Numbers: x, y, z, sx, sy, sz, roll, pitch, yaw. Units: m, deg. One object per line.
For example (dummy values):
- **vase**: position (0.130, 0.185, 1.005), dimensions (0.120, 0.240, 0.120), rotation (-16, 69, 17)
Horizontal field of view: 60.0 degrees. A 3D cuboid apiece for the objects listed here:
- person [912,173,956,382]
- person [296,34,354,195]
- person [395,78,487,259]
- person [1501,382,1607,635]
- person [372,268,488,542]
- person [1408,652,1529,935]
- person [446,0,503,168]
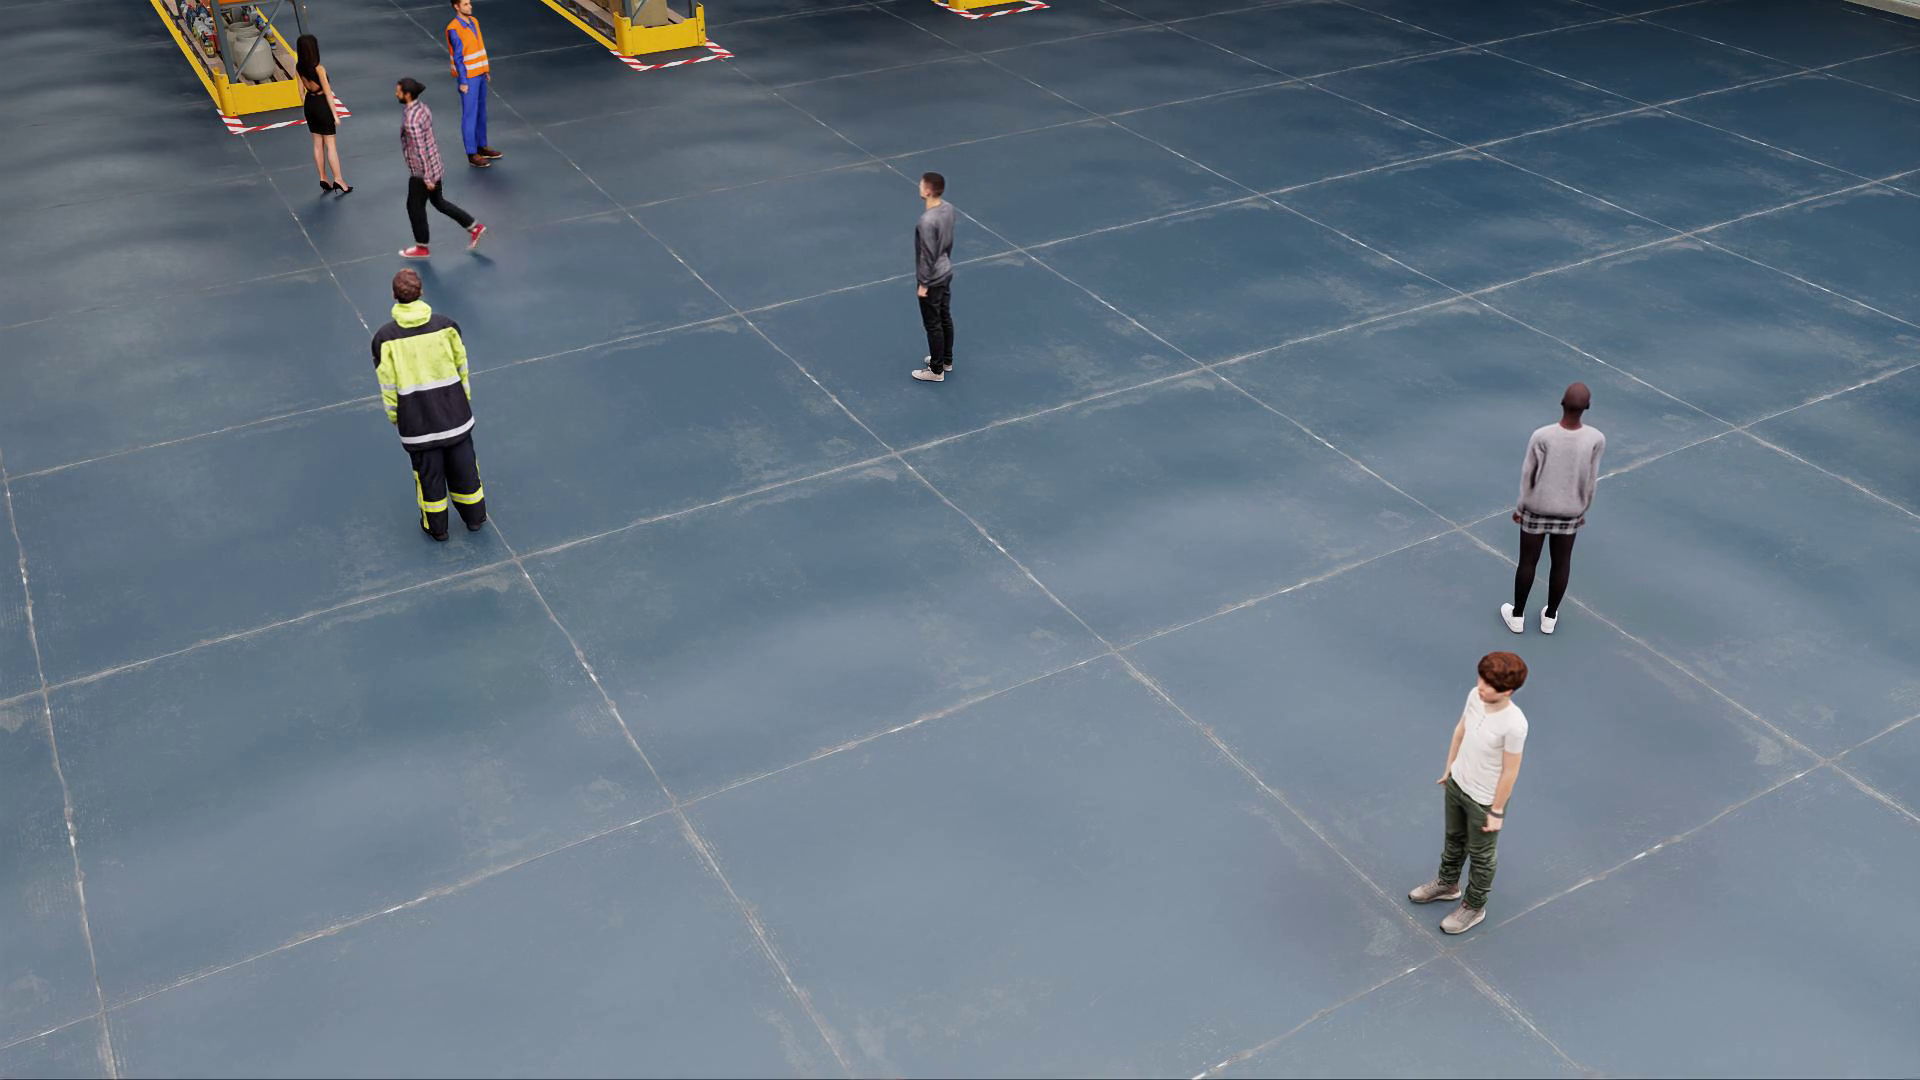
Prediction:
- **person**: position (-0.200, -2.149, 13.571), dimensions (0.723, 1.760, 0.705), rotation (15, 35, 23)
- **person**: position (-6.654, -4.419, 17.275), dimensions (0.612, 1.648, 0.703), rotation (13, 34, 20)
- **person**: position (-4.997, -3.520, 15.759), dimensions (1.051, 1.747, 1.124), rotation (-1, 32, -2)
- **person**: position (3.733, -0.194, 10.462), dimensions (0.697, 1.771, 0.728), rotation (4, 32, 6)
- **person**: position (-3.645, -0.928, 11.429), dimensions (0.754, 1.982, 0.614), rotation (-18, 36, -26)
- **person**: position (2.590, 1.242, 8.296), dimensions (0.657, 1.654, 0.494), rotation (-13, 35, -20)
- **person**: position (-5.292, -5.014, 18.019), dimensions (0.847, 1.862, 0.782), rotation (8, 33, 12)
